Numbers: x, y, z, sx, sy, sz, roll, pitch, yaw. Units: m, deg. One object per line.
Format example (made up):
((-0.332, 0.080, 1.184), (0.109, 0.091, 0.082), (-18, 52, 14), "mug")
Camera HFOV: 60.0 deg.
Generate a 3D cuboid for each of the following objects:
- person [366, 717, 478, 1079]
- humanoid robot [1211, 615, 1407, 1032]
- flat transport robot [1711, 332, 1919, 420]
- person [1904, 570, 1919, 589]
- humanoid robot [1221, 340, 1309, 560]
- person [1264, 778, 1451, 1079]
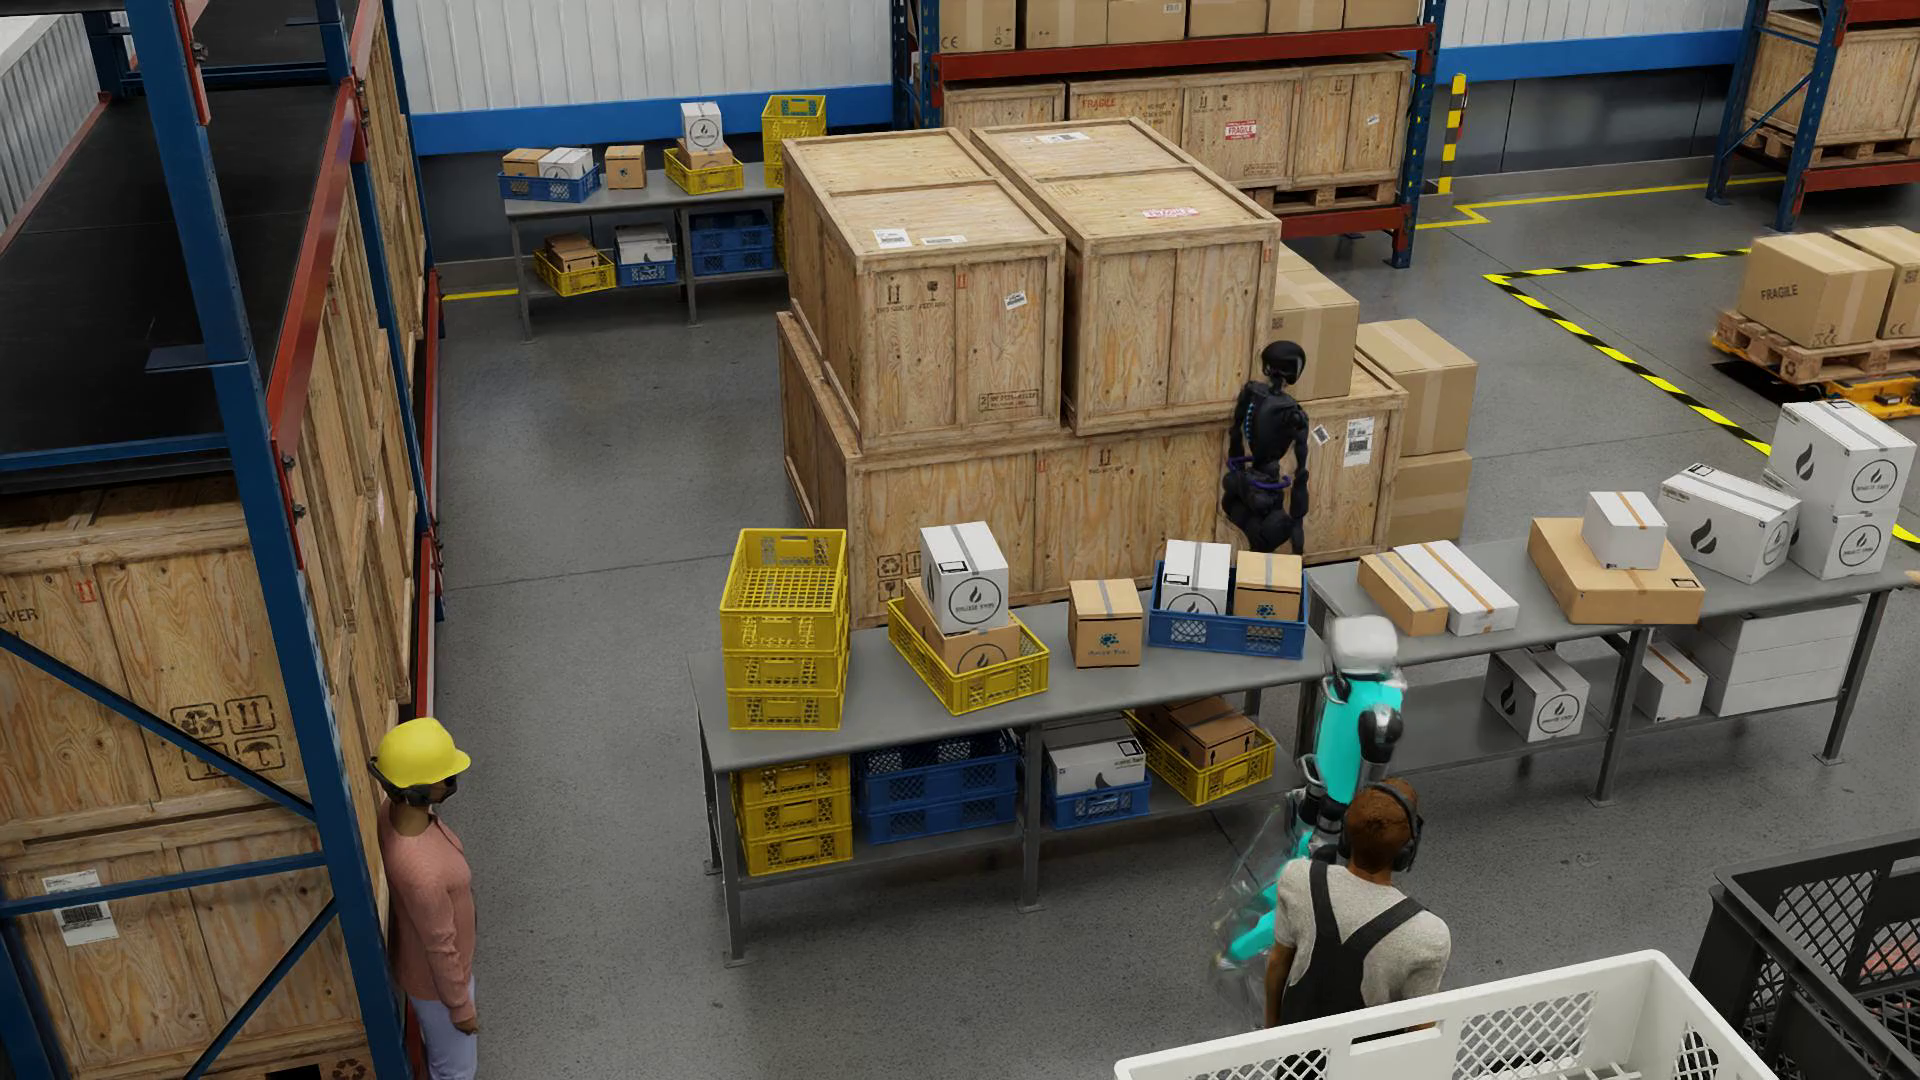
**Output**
((-1.598, 1.310, 5.197), (0.335, 1.761, 0.523), (-12, 31, -21), "person")
((1.088, 1.066, 5.662), (0.673, 1.795, 0.549), (0, 29, 0), "humanoid robot")
((5.834, -1.191, 11.250), (0.652, 0.197, 1.431), (-7, 30, -13), "flat transport robot")
((5.200, -0.548, 8.286), (0.388, 2.034, 0.605), (1, 29, 3), "person")
((1.411, -0.191, 8.051), (0.749, 1.636, 0.616), (-14, 32, -24), "humanoid robot")
((1.111, 1.473, 4.825), (0.504, 1.839, 0.337), (18, 34, 30), "person")
